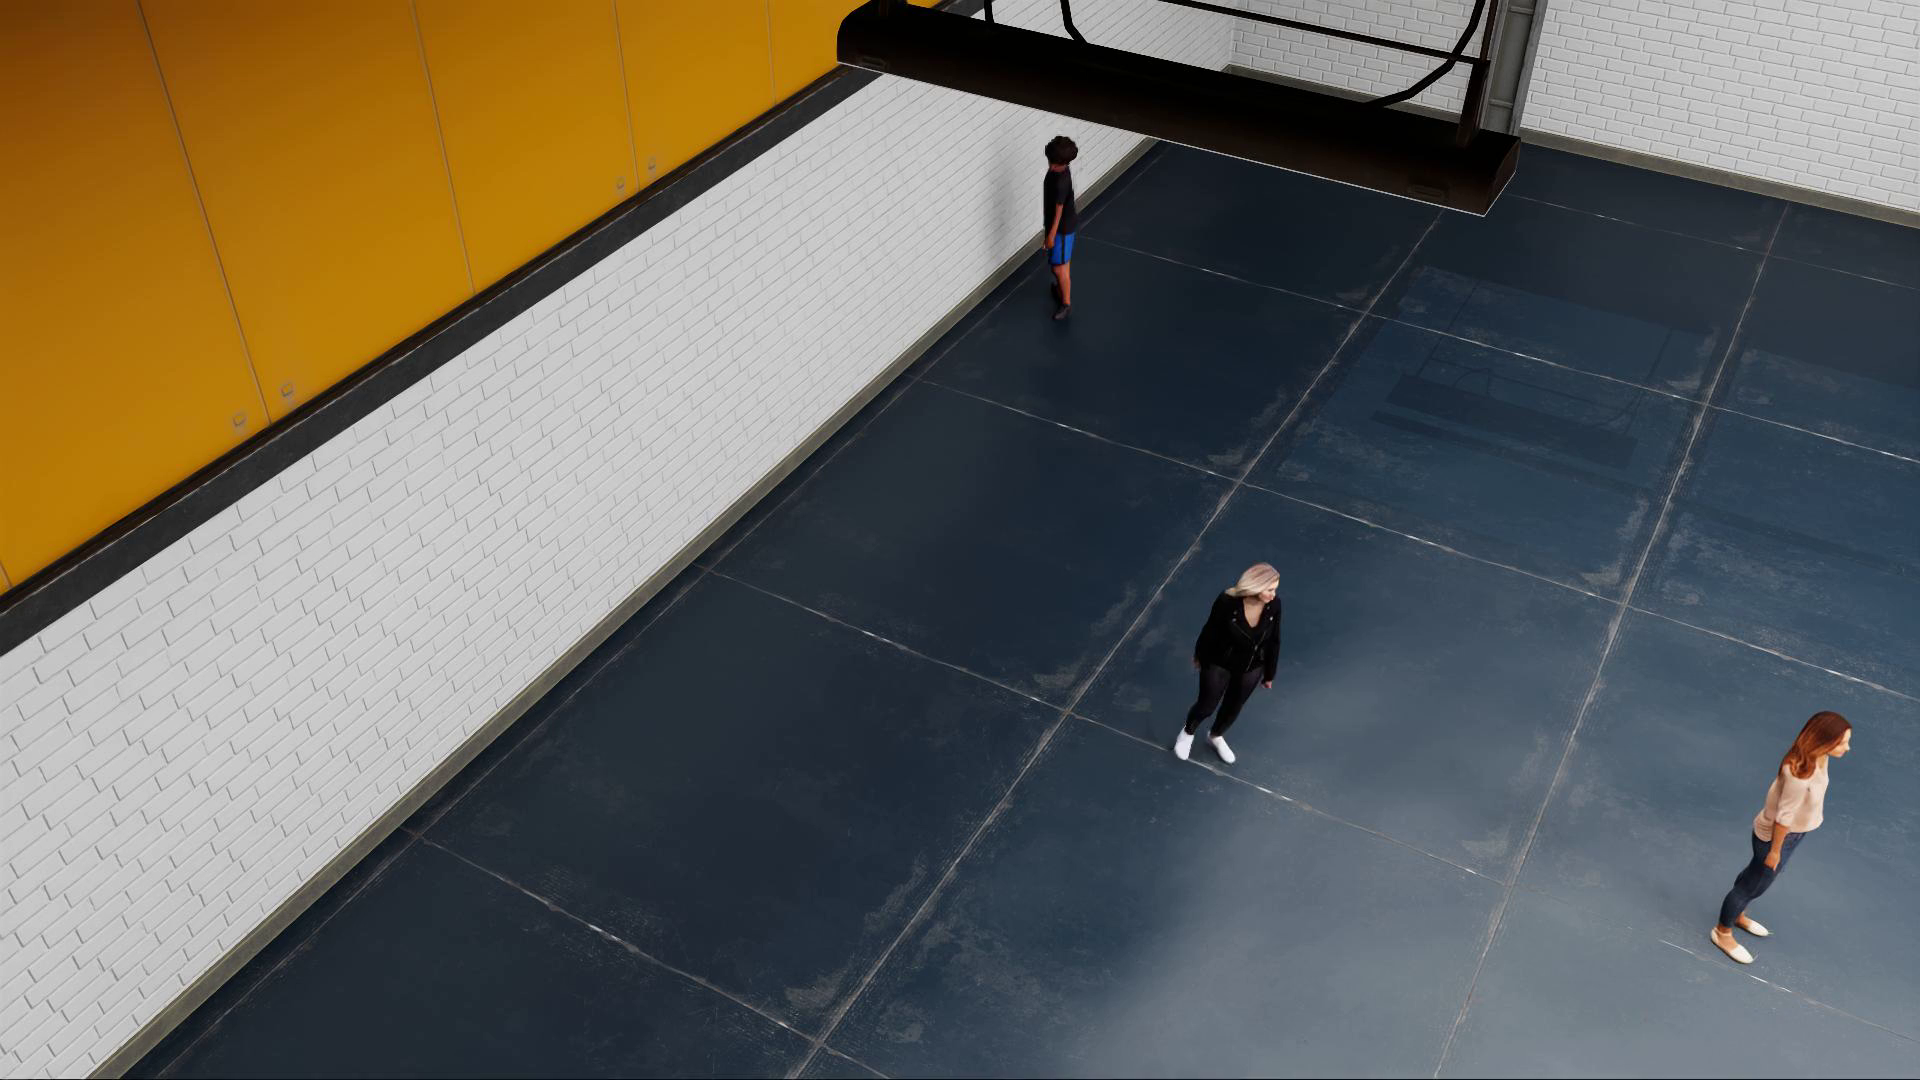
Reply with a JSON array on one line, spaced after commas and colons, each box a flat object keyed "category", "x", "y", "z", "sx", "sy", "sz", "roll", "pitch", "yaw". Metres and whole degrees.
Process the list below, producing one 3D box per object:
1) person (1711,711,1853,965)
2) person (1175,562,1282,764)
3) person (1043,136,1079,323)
[{"category": "person", "x": 4.528, "y": 1.608, "z": 9.198, "sx": 0.578, "sy": 1.792, "sz": 0.623, "roll": 29, "pitch": 47, "yaw": 31}, {"category": "person", "x": 1.670, "y": 0.753, "z": 10.385, "sx": 0.813, "sy": 1.648, "sz": 0.902, "roll": 4, "pitch": 39, "yaw": 6}, {"category": "person", "x": 0.912, "y": -2.848, "z": 14.801, "sx": 0.787, "sy": 1.763, "sz": 0.871, "roll": 9, "pitch": 40, "yaw": 12}]
